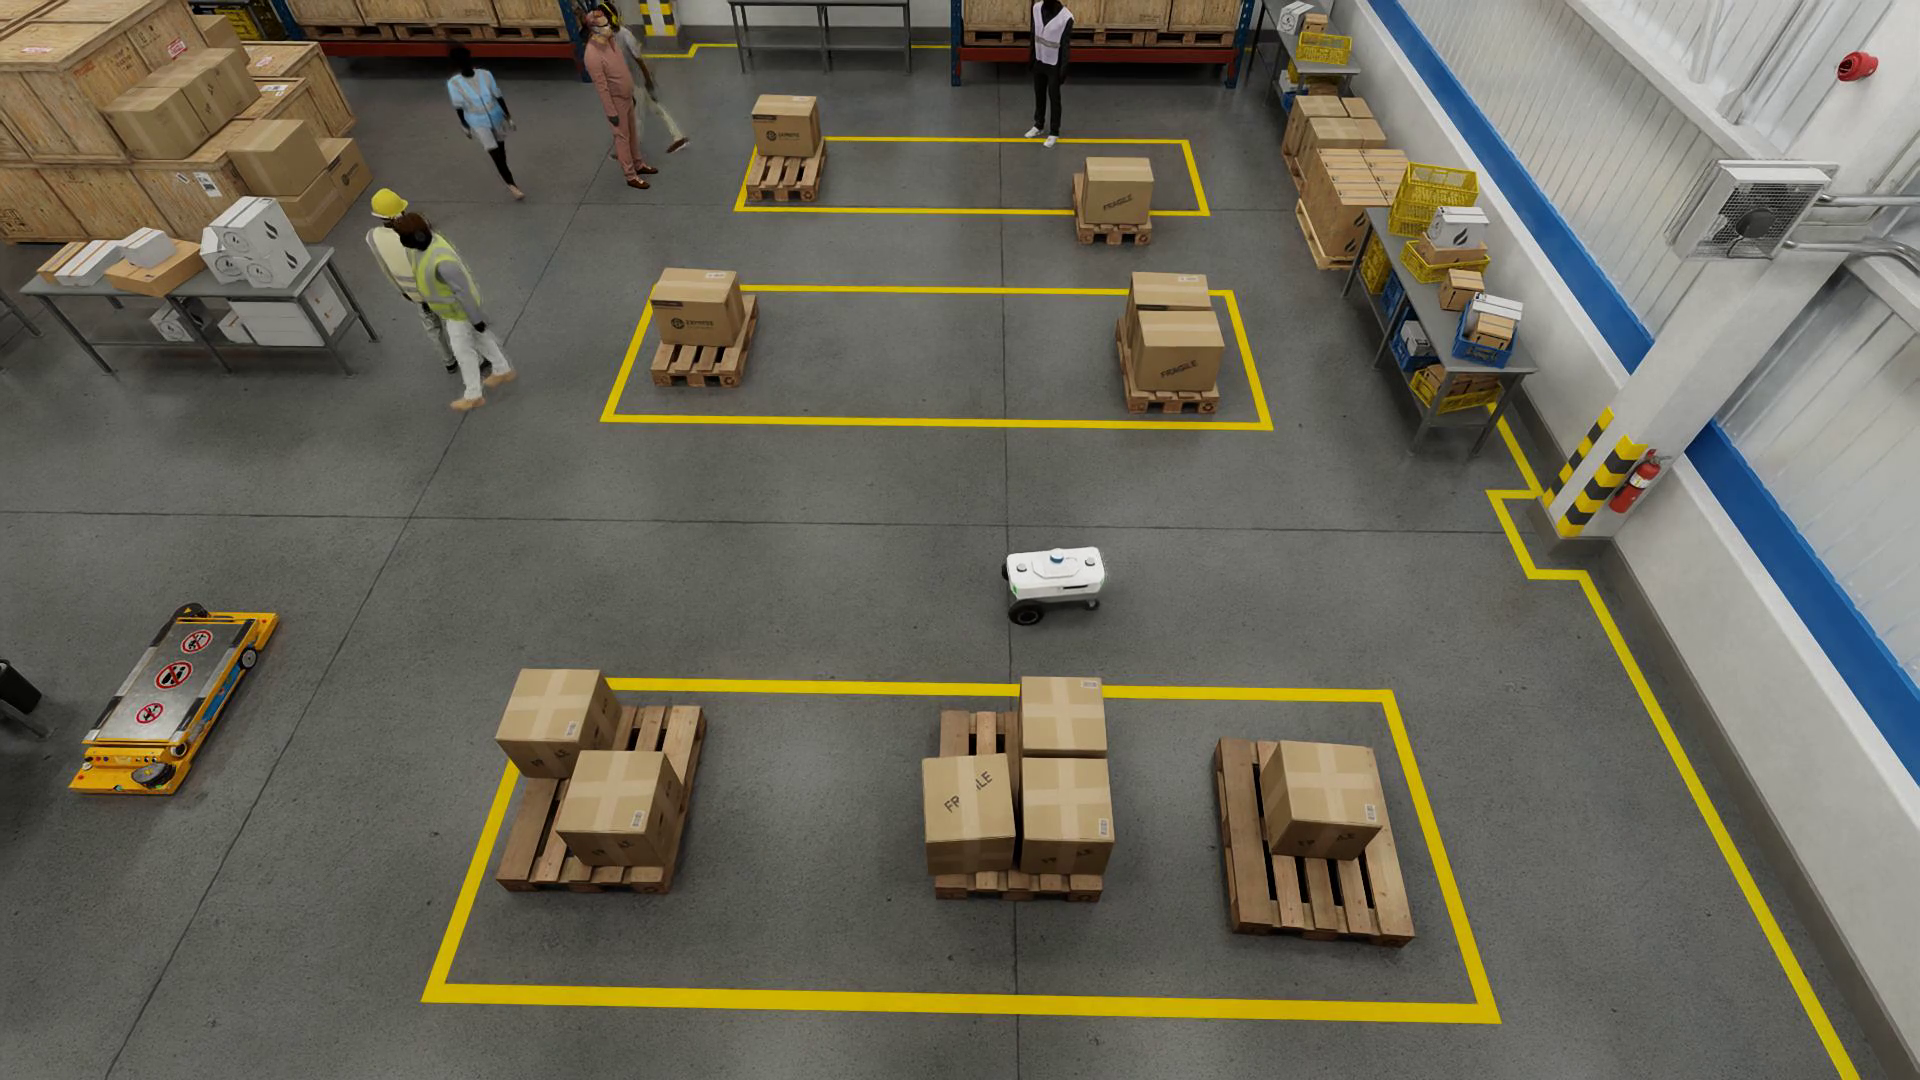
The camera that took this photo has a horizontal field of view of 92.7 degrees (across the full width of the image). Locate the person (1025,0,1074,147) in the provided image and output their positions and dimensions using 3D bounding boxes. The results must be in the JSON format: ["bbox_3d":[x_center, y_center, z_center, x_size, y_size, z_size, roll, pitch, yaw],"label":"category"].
[{"bbox_3d":[1.092,-5.859,11.242,0.591,1.910,0.380,37,59,27],"label":"person"}]

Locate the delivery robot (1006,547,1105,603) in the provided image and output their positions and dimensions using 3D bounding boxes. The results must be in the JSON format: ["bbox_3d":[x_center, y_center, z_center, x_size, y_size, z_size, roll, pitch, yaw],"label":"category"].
[{"bbox_3d":[0.715,0.253,6.891,0.707,0.478,0.477,-5,50,-4],"label":"delivery robot"}]

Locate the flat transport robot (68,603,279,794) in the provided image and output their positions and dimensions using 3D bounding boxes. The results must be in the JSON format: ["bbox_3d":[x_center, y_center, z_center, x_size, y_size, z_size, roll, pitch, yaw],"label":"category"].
[{"bbox_3d":[-5.504,1.072,6.442,0.652,0.197,1.431,1,50,1],"label":"flat transport robot"}]

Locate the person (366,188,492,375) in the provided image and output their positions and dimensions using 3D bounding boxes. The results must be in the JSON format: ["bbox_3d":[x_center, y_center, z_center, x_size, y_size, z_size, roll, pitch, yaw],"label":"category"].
[{"bbox_3d":[-4.795,-2.283,8.265,0.600,1.830,0.404,8,50,7],"label":"person"}]

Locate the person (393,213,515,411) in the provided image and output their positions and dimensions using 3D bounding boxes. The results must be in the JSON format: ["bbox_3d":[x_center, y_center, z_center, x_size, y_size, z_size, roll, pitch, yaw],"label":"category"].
[{"bbox_3d":[-4.541,-1.996,8.032,0.721,1.815,0.647,-31,56,-23],"label":"person"}]

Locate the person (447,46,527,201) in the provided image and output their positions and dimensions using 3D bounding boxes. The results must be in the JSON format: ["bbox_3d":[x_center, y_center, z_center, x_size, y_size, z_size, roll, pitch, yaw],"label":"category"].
[{"bbox_3d":[-5.378,-4.759,10.475,0.876,1.644,0.540,36,59,27],"label":"person"}]

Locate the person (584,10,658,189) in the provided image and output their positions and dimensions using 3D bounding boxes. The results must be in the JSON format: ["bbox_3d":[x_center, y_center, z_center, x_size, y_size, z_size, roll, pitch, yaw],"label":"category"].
[{"bbox_3d":[-3.917,-5.058,10.563,0.407,1.912,0.641,3,50,3],"label":"person"}]

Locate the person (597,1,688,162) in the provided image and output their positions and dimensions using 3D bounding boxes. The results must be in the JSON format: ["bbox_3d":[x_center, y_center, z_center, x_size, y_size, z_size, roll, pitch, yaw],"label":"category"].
[{"bbox_3d":[-3.894,-5.450,10.965,1.033,1.809,0.538,-26,54,-20],"label":"person"}]
